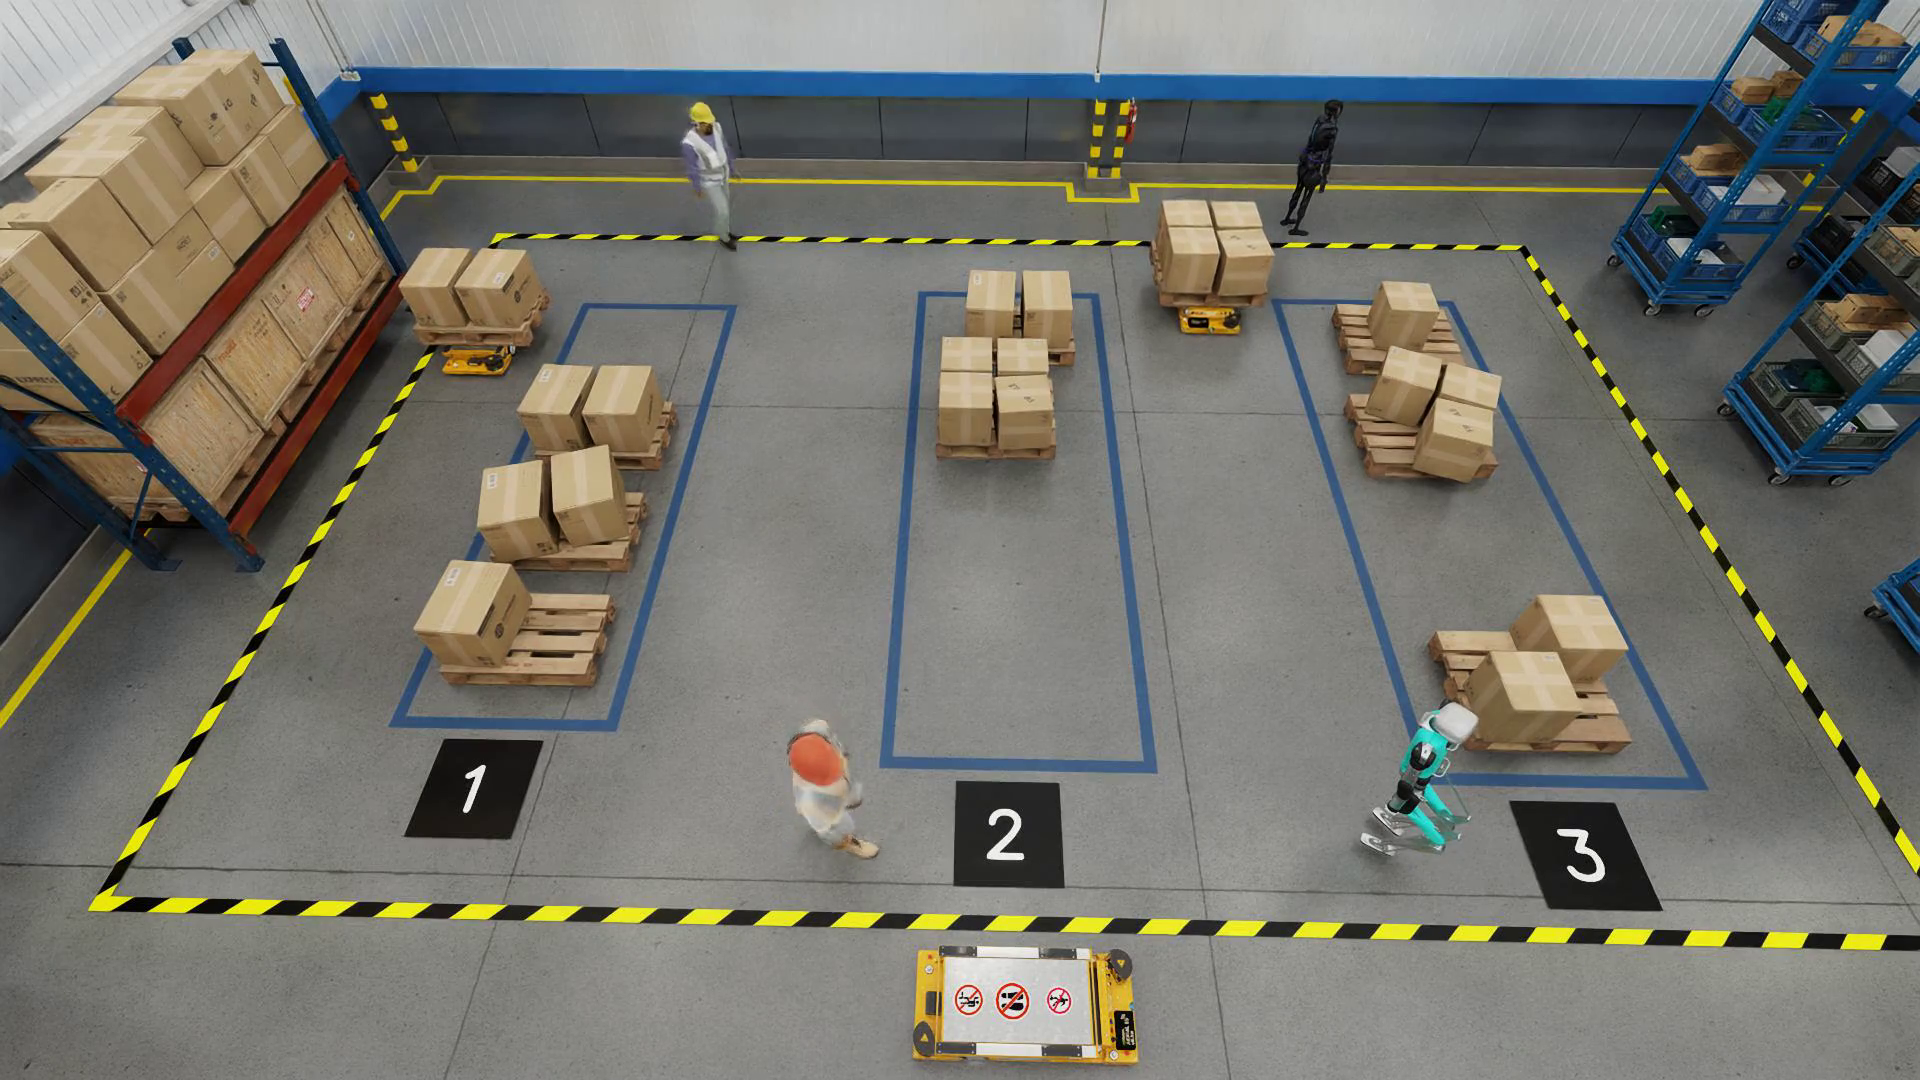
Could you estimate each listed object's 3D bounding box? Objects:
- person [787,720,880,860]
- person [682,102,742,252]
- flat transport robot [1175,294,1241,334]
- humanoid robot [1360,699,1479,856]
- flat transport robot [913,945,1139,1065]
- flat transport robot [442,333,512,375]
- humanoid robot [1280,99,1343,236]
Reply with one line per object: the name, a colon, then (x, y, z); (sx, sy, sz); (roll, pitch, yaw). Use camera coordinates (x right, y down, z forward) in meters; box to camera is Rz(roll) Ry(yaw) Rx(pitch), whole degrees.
person: (-0.852, 1.681, 6.015); (0.446, 2.002, 0.732); (2, 51, 2)
person: (-2.912, -4.358, 11.044); (0.577, 1.812, 0.602); (23, 54, 17)
flat transport robot: (2.891, -2.979, 10.896); (0.652, 0.197, 1.431); (1, 51, 1)
humanoid robot: (3.166, 1.699, 6.070); (0.735, 1.672, 0.533); (34, 58, 25)
flat transport robot: (0.422, 3.041, 6.007); (1.431, 0.231, 0.659); (1, 51, 1)
flat transport robot: (-5.326, -2.423, 10.443); (0.652, 0.197, 1.431); (1, 51, 1)
humanoid robot: (4.365, -4.615, 11.329); (0.315, 1.657, 0.599); (-7, 51, -6)
